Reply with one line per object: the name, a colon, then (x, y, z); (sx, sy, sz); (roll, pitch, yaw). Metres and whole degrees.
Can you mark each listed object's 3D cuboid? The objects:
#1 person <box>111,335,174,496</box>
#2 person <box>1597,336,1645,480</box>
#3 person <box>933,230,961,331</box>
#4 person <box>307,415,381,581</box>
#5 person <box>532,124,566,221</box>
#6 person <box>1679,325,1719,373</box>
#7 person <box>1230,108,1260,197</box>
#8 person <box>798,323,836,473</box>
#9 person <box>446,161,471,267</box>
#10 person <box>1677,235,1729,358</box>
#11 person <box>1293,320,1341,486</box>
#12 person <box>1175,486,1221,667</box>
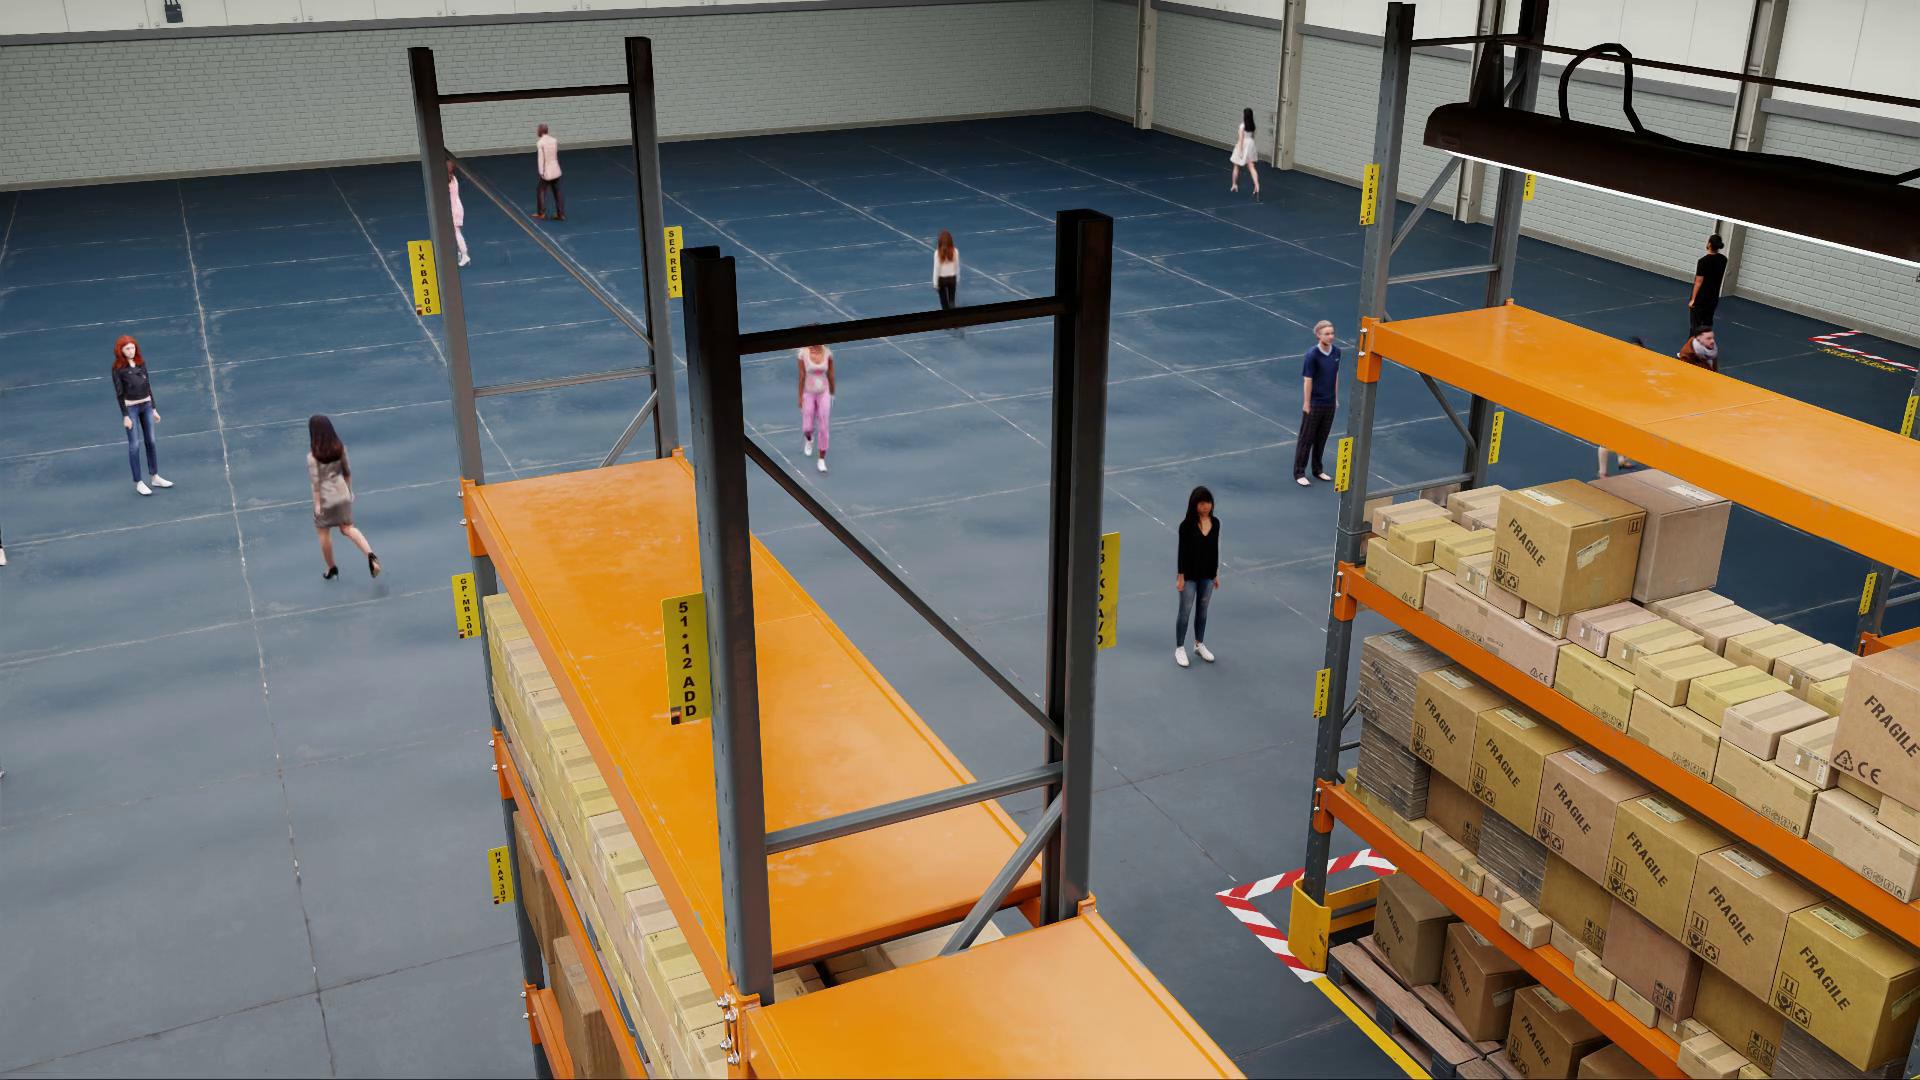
person: (-9.109, -1.404, 18.422); (0.708, 1.789, 0.669); (12, 26, 27)
person: (7.507, -1.456, 18.726); (0.673, 1.648, 0.789); (-5, 24, -13)
person: (-0.169, -3.797, 24.447); (0.605, 1.478, 0.686); (-6, 24, -14)
person: (-5.982, -0.351, 16.027); (1.113, 1.726, 0.942); (14, 27, 30)
person: (-7.698, -6.939, 31.441); (1.009, 1.786, 0.913); (16, 28, 33)
person: (8.168, -1.505, 18.598); (0.780, 1.839, 0.781); (-18, 29, -35)
person: (5.813, -7.746, 33.412); (0.601, 1.730, 1.195); (-11, 25, -25)
person: (-1.667, -1.659, 19.100); (0.688, 1.729, 0.854); (-5, 23, -11)
person: (-8.438, -5.496, 28.051); (0.786, 1.785, 0.672); (-2, 23, -6)
person: (10.346, -3.366, 23.076); (0.622, 1.758, 0.573); (-9, 25, -21)
person: (4.025, -1.556, 18.676); (0.670, 1.871, 0.555); (-12, 26, -27)
person: (2.081, 0.291, 14.617); (0.567, 1.647, 0.515); (-9, 25, -20)
